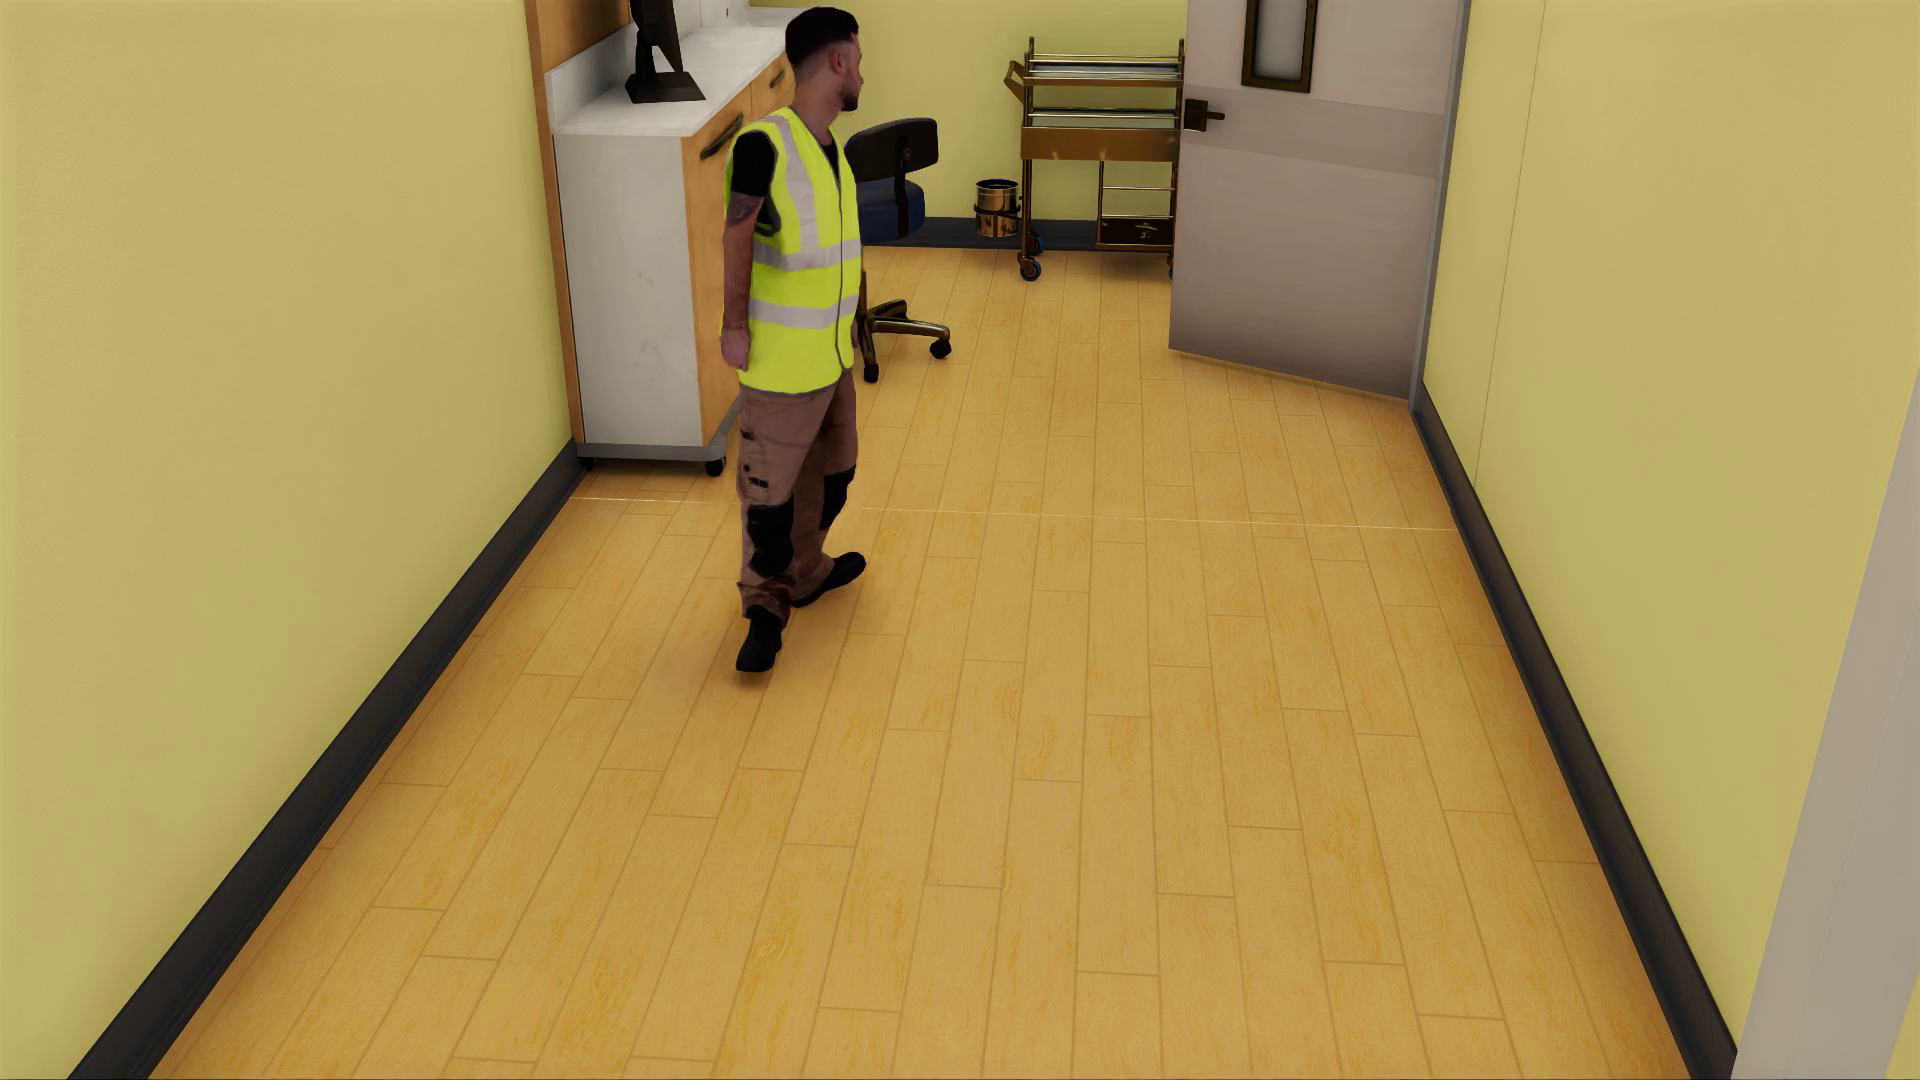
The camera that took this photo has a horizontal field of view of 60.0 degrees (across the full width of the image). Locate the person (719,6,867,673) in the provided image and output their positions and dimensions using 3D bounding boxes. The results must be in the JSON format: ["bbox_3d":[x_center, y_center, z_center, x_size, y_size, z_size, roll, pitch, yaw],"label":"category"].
[{"bbox_3d":[-0.511,-0.529,4.654,0.831,1.804,0.991,17,31,32],"label":"person"}]
